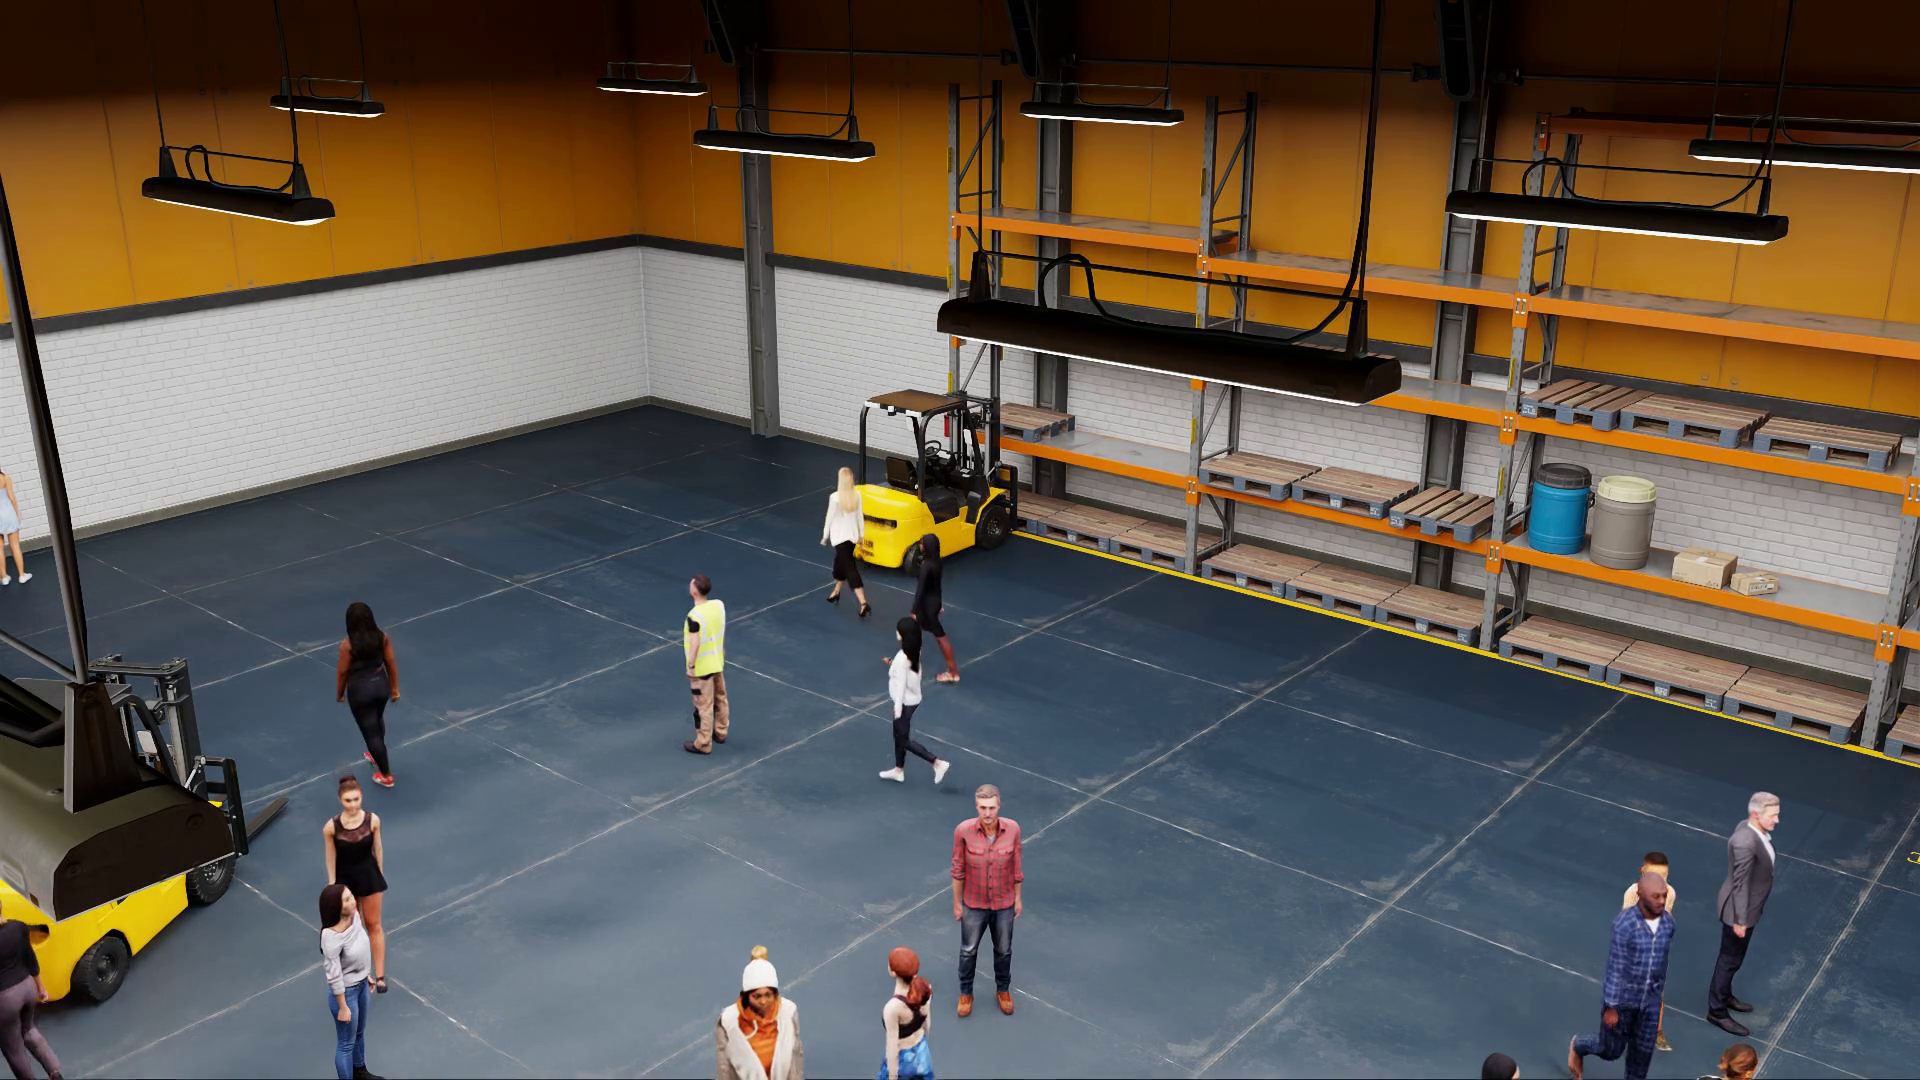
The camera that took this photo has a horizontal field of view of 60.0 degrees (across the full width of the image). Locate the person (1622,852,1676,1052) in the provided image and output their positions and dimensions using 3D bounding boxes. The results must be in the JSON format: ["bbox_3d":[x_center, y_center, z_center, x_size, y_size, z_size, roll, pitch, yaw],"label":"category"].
[{"bbox_3d":[4.916,2.890,12.038,0.971,1.427,0.978,0,19,0],"label":"person"}]

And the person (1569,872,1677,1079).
[{"bbox_3d":[4.430,3.004,11.113,0.986,1.802,1.110,-5,19,-15],"label":"person"}]

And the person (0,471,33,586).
[{"bbox_3d":[-12.113,-0.289,21.004,0.675,1.730,0.704,-5,19,-14],"label":"person"}]

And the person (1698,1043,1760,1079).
[{"bbox_3d":[4.308,3.619,9.508,0.773,1.660,0.771,-13,23,-34],"label":"person"}]

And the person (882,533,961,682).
[{"bbox_3d":[-0.232,0.768,17.948,1.216,1.677,0.983,4,19,12],"label":"person"}]

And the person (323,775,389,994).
[{"bbox_3d":[-4.615,2.564,12.696,0.949,1.625,1.189,-7,20,-19],"label":"person"}]

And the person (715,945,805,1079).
[{"bbox_3d":[-1.211,3.303,10.110,0.943,1.875,1.064,-7,20,-20],"label":"person"}]

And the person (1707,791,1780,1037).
[{"bbox_3d":[5.691,2.658,12.088,0.655,1.835,0.754,11,21,29],"label":"person"}]

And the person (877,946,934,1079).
[{"bbox_3d":[-0.253,3.329,10.231,0.685,1.748,1.220,-16,24,-39],"label":"person"}]

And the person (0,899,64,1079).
[{"bbox_3d":[-6.204,3.113,11.026,0.774,1.651,0.723,5,19,13],"label":"person"}]

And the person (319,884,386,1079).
[{"bbox_3d":[-4.140,3.050,11.236,0.704,1.636,0.678,1,19,3],"label":"person"}]

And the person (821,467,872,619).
[{"bbox_3d":[-1.313,0.080,19.778,0.695,1.813,1.161,-17,25,-41],"label":"person"}]

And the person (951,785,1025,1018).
[{"bbox_3d":[0.201,2.622,12.203,0.750,1.831,0.796,-2,19,-7],"label":"person"}]

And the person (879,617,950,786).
[{"bbox_3d":[-0.433,1.548,15.627,1.047,1.681,0.869,5,19,14],"label":"person"}]

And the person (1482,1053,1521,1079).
[{"bbox_3d":[2.938,3.636,9.280,0.828,1.773,0.792,3,19,10],"label":"person"}]

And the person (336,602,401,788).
[{"bbox_3d":[-5.520,1.483,15.653,0.937,1.787,0.665,16,24,39],"label":"person"}]

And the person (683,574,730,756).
[{"bbox_3d":[-2.512,1.202,16.394,0.763,1.846,0.744,11,21,29],"label":"person"}]
